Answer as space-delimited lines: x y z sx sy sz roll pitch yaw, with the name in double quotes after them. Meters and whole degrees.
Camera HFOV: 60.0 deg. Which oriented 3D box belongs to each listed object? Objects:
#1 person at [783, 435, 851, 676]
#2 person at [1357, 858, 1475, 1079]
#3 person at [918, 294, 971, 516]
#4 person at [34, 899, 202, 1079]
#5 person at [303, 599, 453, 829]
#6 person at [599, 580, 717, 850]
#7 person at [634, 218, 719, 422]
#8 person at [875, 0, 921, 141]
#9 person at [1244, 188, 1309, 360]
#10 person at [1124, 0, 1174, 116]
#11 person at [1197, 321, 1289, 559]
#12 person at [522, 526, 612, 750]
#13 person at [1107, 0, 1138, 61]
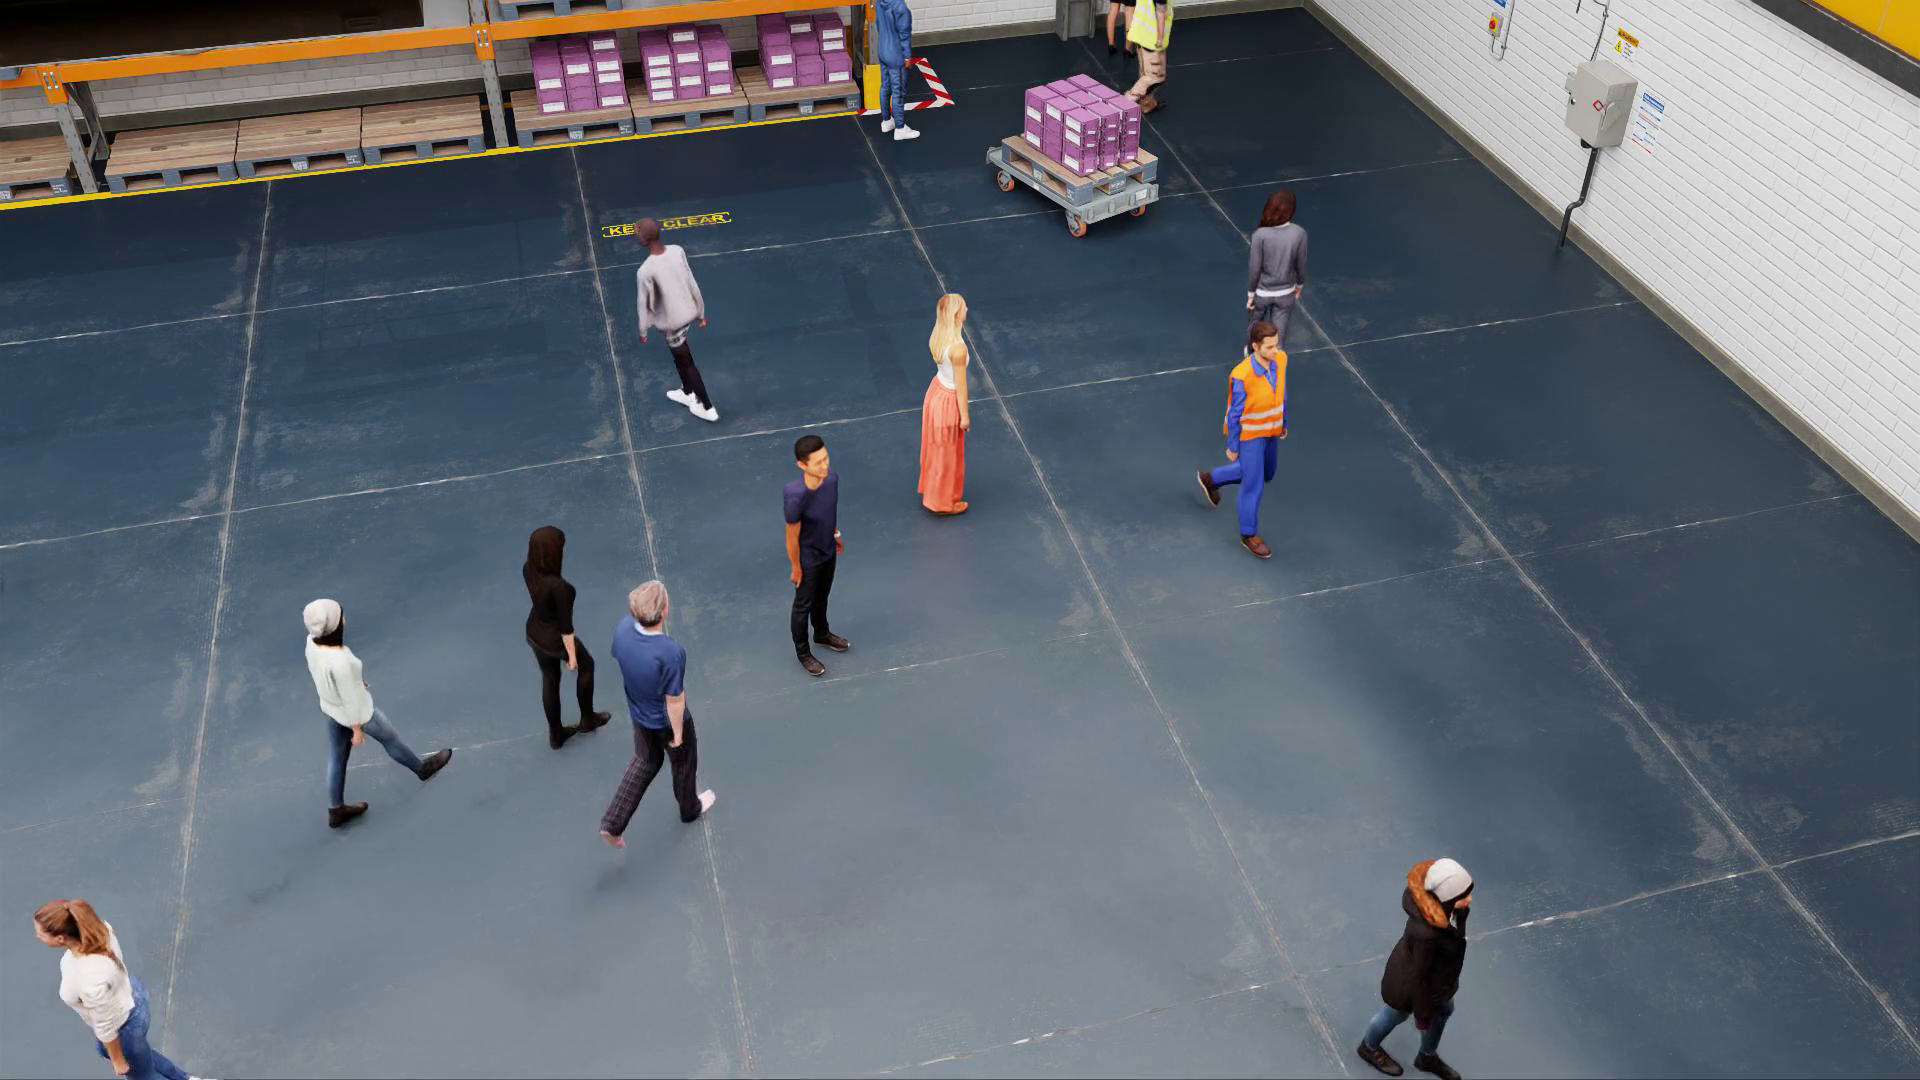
-0.944 0.060 10.682 0.766 1.793 0.689 23 44 26 "person"
2.215 2.114 8.251 0.917 1.616 0.860 22 44 25 "person"
-0.095 -0.974 11.970 0.589 1.800 0.622 -11 40 -14 "person"
-3.956 2.274 7.969 0.618 1.718 0.642 -15 41 -18 "person"
-3.609 1.028 9.619 0.950 1.606 1.122 28 47 31 "person"
-1.764 1.039 9.414 1.040 1.845 1.111 20 43 24 "person"
-2.134 -1.676 12.904 0.936 1.733 0.884 31 48 33 "person"
-0.677 -5.015 17.022 0.684 1.811 0.737 -22 43 -25 "person"
2.497 -1.901 13.196 1.158 1.719 0.923 1 39 1 "person"
1.937 -5.231 17.278 0.972 1.829 0.788 -16 41 -19 "person"
2.011 -0.771 11.680 1.080 1.846 1.041 -29 47 -32 "person"
-2.523 0.643 10.088 0.737 1.623 0.803 24 44 27 "person"
1.842 -6.249 18.675 0.612 1.675 0.661 21 43 25 "person"
